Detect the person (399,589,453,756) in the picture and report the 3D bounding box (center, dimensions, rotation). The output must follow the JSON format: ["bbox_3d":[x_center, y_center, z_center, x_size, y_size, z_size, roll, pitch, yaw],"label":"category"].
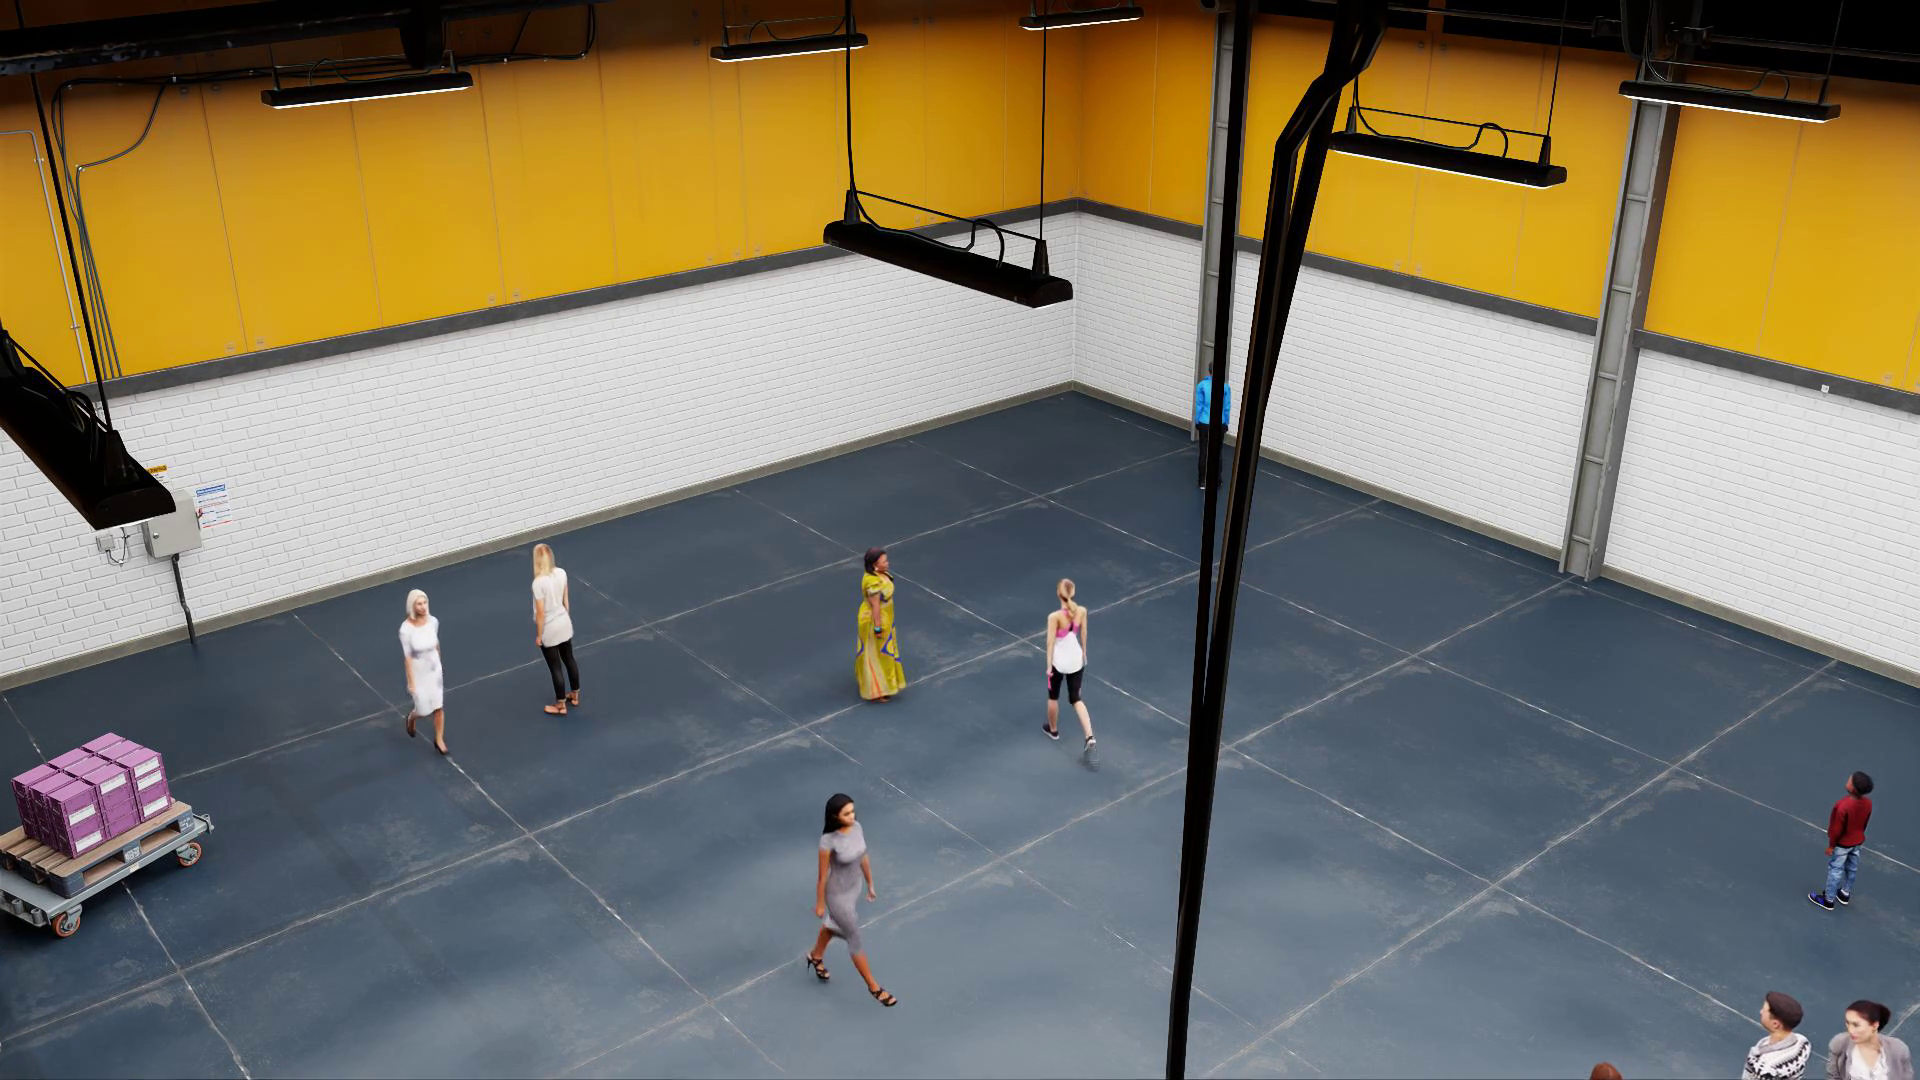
[{"bbox_3d":[-5.163,1.258,15.874,0.836,1.736,0.668,18,29,35],"label":"person"}]

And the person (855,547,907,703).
[{"bbox_3d":[-0.855,0.830,16.949,1.068,1.660,0.987,0,24,0],"label":"person"}]

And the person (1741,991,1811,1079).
[{"bbox_3d":[4.986,3.610,10.339,0.688,1.860,0.536,-18,29,-35],"label":"person"}]

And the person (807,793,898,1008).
[{"bbox_3d":[-0.954,2.688,12.609,1.186,1.730,0.807,16,28,32],"label":"person"}]

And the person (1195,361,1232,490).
[{"bbox_3d":[3.368,-1.544,22.208,0.662,1.796,0.750,5,24,11],"label":"person"}]

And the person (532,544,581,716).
[{"bbox_3d":[-4.047,0.882,16.623,0.633,1.824,0.663,14,27,28],"label":"person"}]

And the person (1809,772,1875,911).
[{"bbox_3d":[7.314,2.467,13.708,0.563,1.255,0.568,-9,25,-19],"label":"person"}]

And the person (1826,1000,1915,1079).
[{"bbox_3d":[5.766,3.629,10.574,0.674,1.638,0.835,8,25,17],"label":"person"}]

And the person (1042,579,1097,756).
[{"bbox_3d":[1.061,1.236,15.889,0.775,1.764,1.143,-12,26,-25],"label":"person"}]
